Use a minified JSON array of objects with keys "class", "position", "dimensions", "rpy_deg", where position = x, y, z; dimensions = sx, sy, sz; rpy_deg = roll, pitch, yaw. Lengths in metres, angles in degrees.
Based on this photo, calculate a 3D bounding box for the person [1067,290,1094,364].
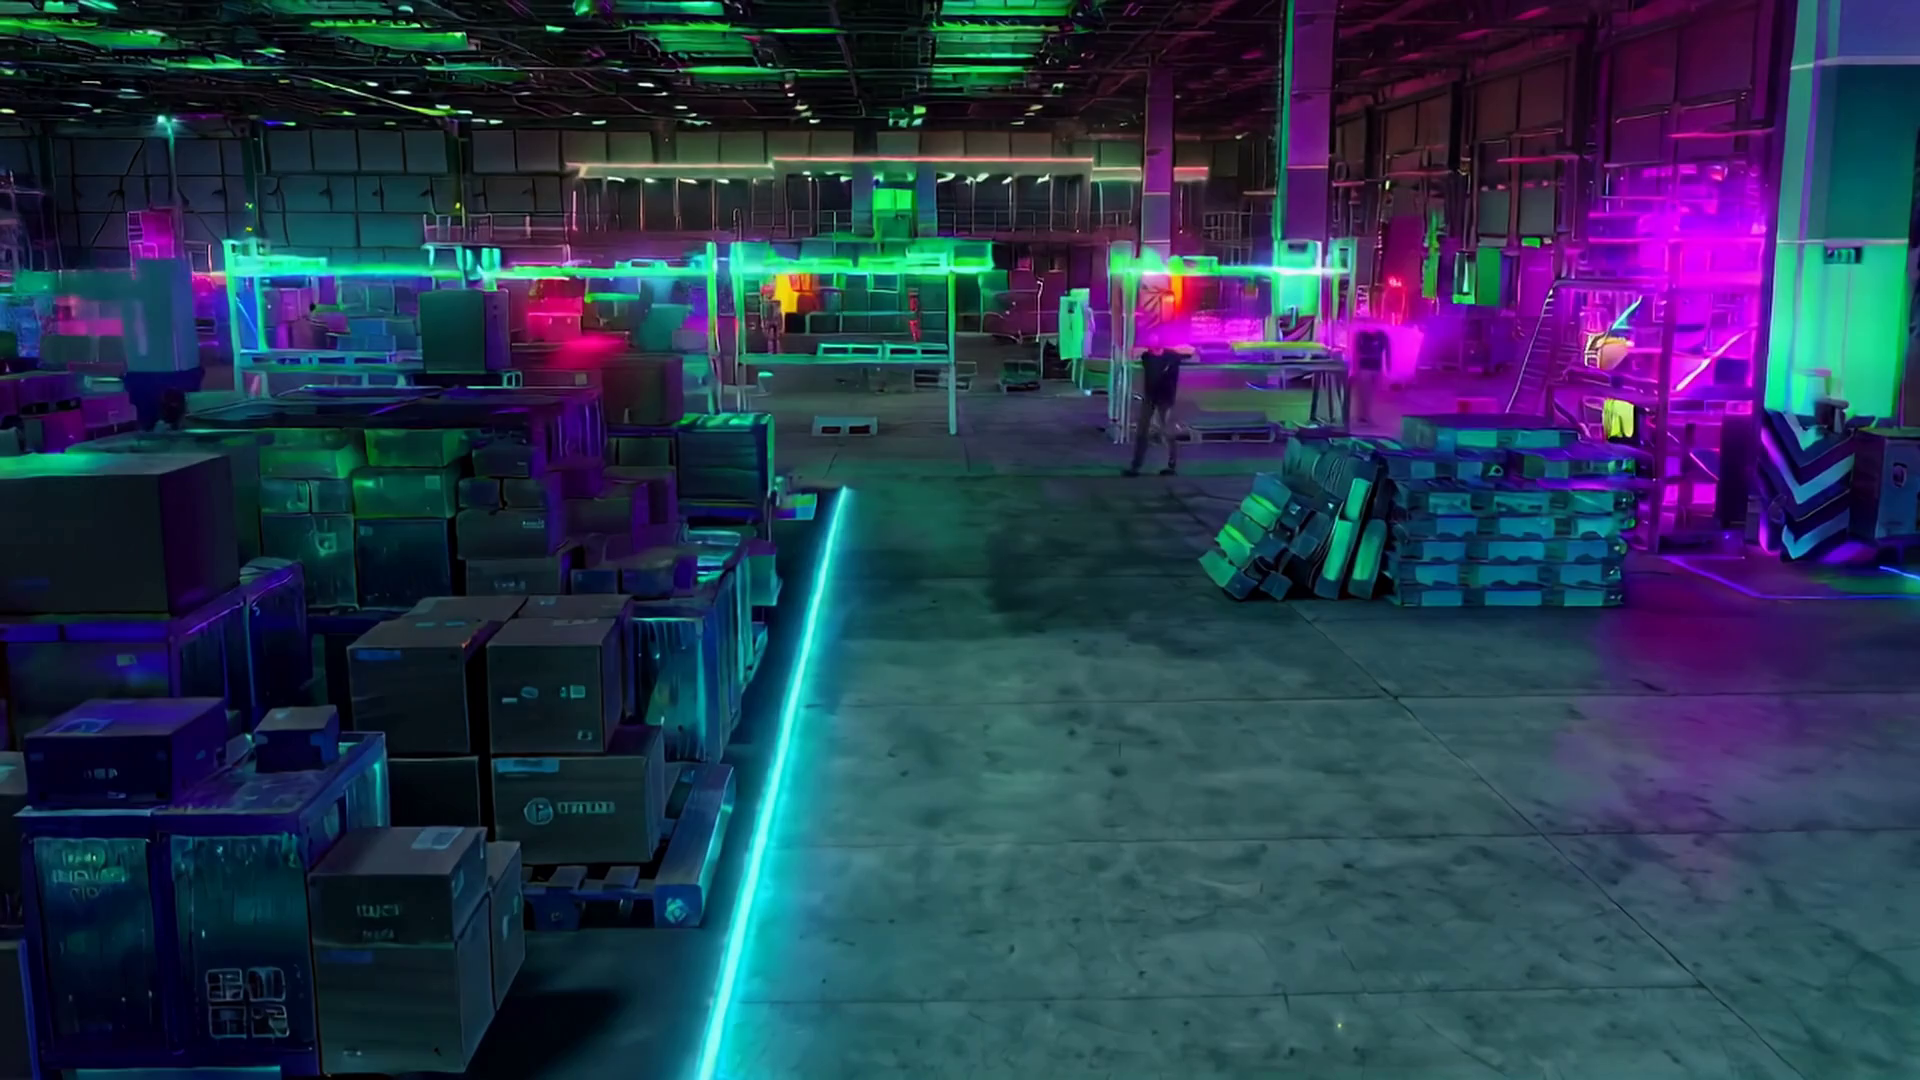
[{"class":"person","position":[2.446,-4.262,35.065],"dimensions":[0.623,2.000,0.683],"rpy_deg":[7,12,35]}]

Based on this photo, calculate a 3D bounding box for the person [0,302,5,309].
[{"class":"person","position":[-27.130,-6.169,46.883],"dimensions":[0.523,1.618,0.506],"rpy_deg":[8,13,36]}]

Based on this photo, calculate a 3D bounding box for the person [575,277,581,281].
[{"class":"person","position":[-12.613,-7.818,55.373],"dimensions":[0.817,1.857,0.617],"rpy_deg":[6,12,30]}]

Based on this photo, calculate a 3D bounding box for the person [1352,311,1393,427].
[{"class":"person","position":[6.817,-2.816,27.414],"dimensions":[0.610,1.899,0.770],"rpy_deg":[-3,11,-16]}]

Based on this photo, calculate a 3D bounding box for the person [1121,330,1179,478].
[{"class":"person","position":[2.458,-1.725,21.309],"dimensions":[0.933,1.897,0.672],"rpy_deg":[-9,13,-40]}]

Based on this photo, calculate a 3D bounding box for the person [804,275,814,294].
[{"class":"person","position":[-5.114,-8.017,56.387],"dimensions":[0.428,1.900,0.641],"rpy_deg":[2,10,11]}]

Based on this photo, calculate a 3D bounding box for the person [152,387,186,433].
[{"class":"person","position":[-6.532,-0.361,13.901],"dimensions":[0.624,1.840,0.429],"rpy_deg":[6,12,32]}]

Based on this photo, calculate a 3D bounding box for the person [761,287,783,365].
[{"class":"person","position":[-4.639,-5.287,41.093],"dimensions":[0.543,1.927,0.375],"rpy_deg":[-1,10,-7]}]

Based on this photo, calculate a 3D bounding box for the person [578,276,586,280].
[{"class":"person","position":[-13.246,-8.367,58.263],"dimensions":[0.396,1.928,0.550],"rpy_deg":[7,13,36]}]

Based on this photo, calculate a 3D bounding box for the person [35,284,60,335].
[{"class":"person","position":[-26.687,-6.591,48.671],"dimensions":[0.627,1.807,0.578],"rpy_deg":[-3,10,-14]}]

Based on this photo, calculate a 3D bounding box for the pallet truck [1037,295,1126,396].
[{"class":"pallet truck","position":[2.483,-3.881,33.060],"dimensions":[1.885,1.965,0.823],"rpy_deg":[-7,13,-36]}]

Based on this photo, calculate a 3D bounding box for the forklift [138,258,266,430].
[{"class":"forklift","position":[-9.951,-2.181,21.132],"dimensions":[1.873,2.768,1.129],"rpy_deg":[0,10,-2]}]

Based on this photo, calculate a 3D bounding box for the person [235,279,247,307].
[{"class":"person","position":[-25.479,-8.365,58.849],"dimensions":[0.487,1.710,0.822],"rpy_deg":[-1,10,-3]}]

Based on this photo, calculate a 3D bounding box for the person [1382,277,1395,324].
[{"class":"person","position":[14.525,-7.970,56.255],"dimensions":[0.572,1.845,0.493],"rpy_deg":[-3,11,-17]}]

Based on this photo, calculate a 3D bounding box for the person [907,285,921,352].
[{"class":"person","position":[-1.236,-5.831,44.280],"dimensions":[0.351,1.878,0.568],"rpy_deg":[-4,11,-19]}]

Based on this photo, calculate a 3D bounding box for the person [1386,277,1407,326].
[{"class":"person","position":[13.256,-6.995,50.519],"dimensions":[0.627,1.970,0.855],"rpy_deg":[3,11,18]}]

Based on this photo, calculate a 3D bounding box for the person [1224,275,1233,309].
[{"class":"person","position":[12.195,-11.361,75.166],"dimensions":[0.429,1.844,0.622],"rpy_deg":[8,13,39]}]
